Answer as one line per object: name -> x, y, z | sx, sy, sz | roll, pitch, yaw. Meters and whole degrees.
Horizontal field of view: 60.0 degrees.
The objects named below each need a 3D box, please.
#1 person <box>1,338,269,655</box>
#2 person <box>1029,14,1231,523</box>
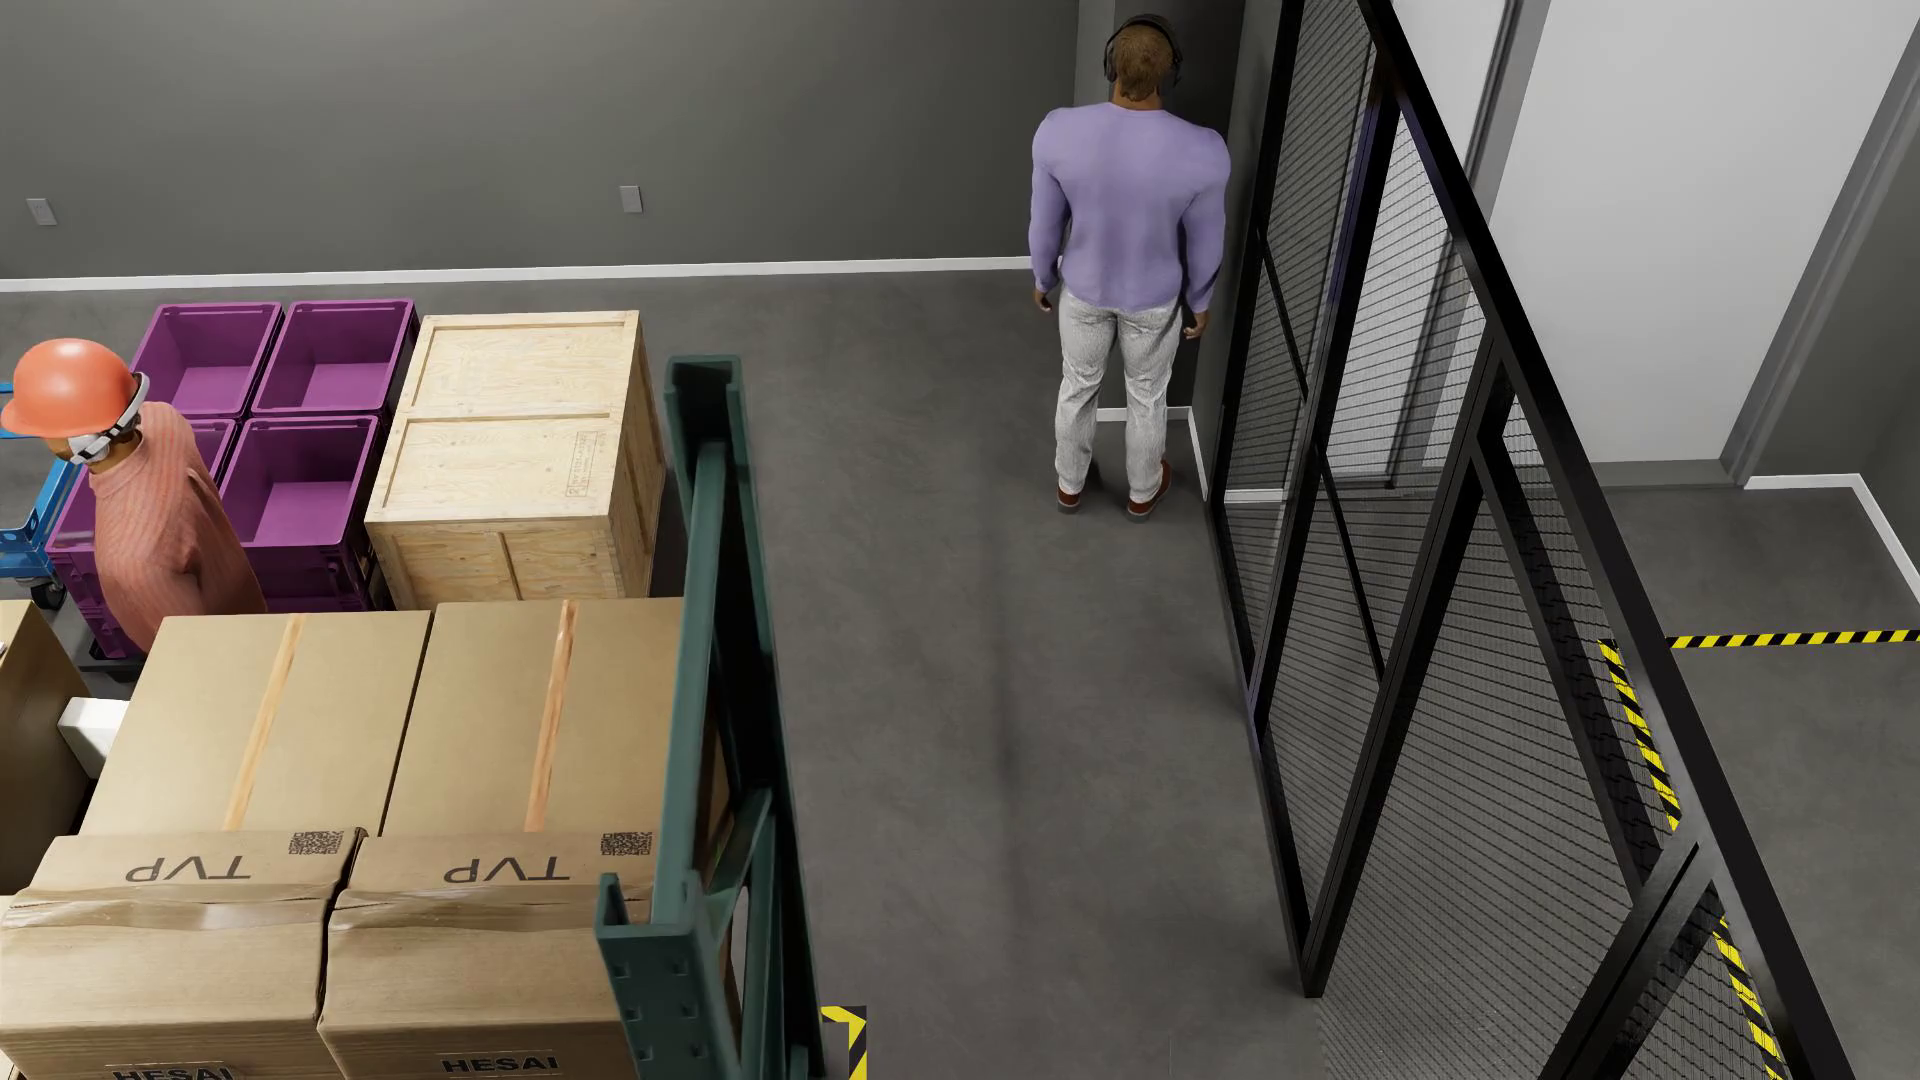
person -> -2.037, 0.252, 4.478 | 0.375, 1.995, 0.612 | -12, 48, -11
person -> 0.541, -0.845, 5.563 | 0.634, 1.938, 0.355 | 10, 47, 10
